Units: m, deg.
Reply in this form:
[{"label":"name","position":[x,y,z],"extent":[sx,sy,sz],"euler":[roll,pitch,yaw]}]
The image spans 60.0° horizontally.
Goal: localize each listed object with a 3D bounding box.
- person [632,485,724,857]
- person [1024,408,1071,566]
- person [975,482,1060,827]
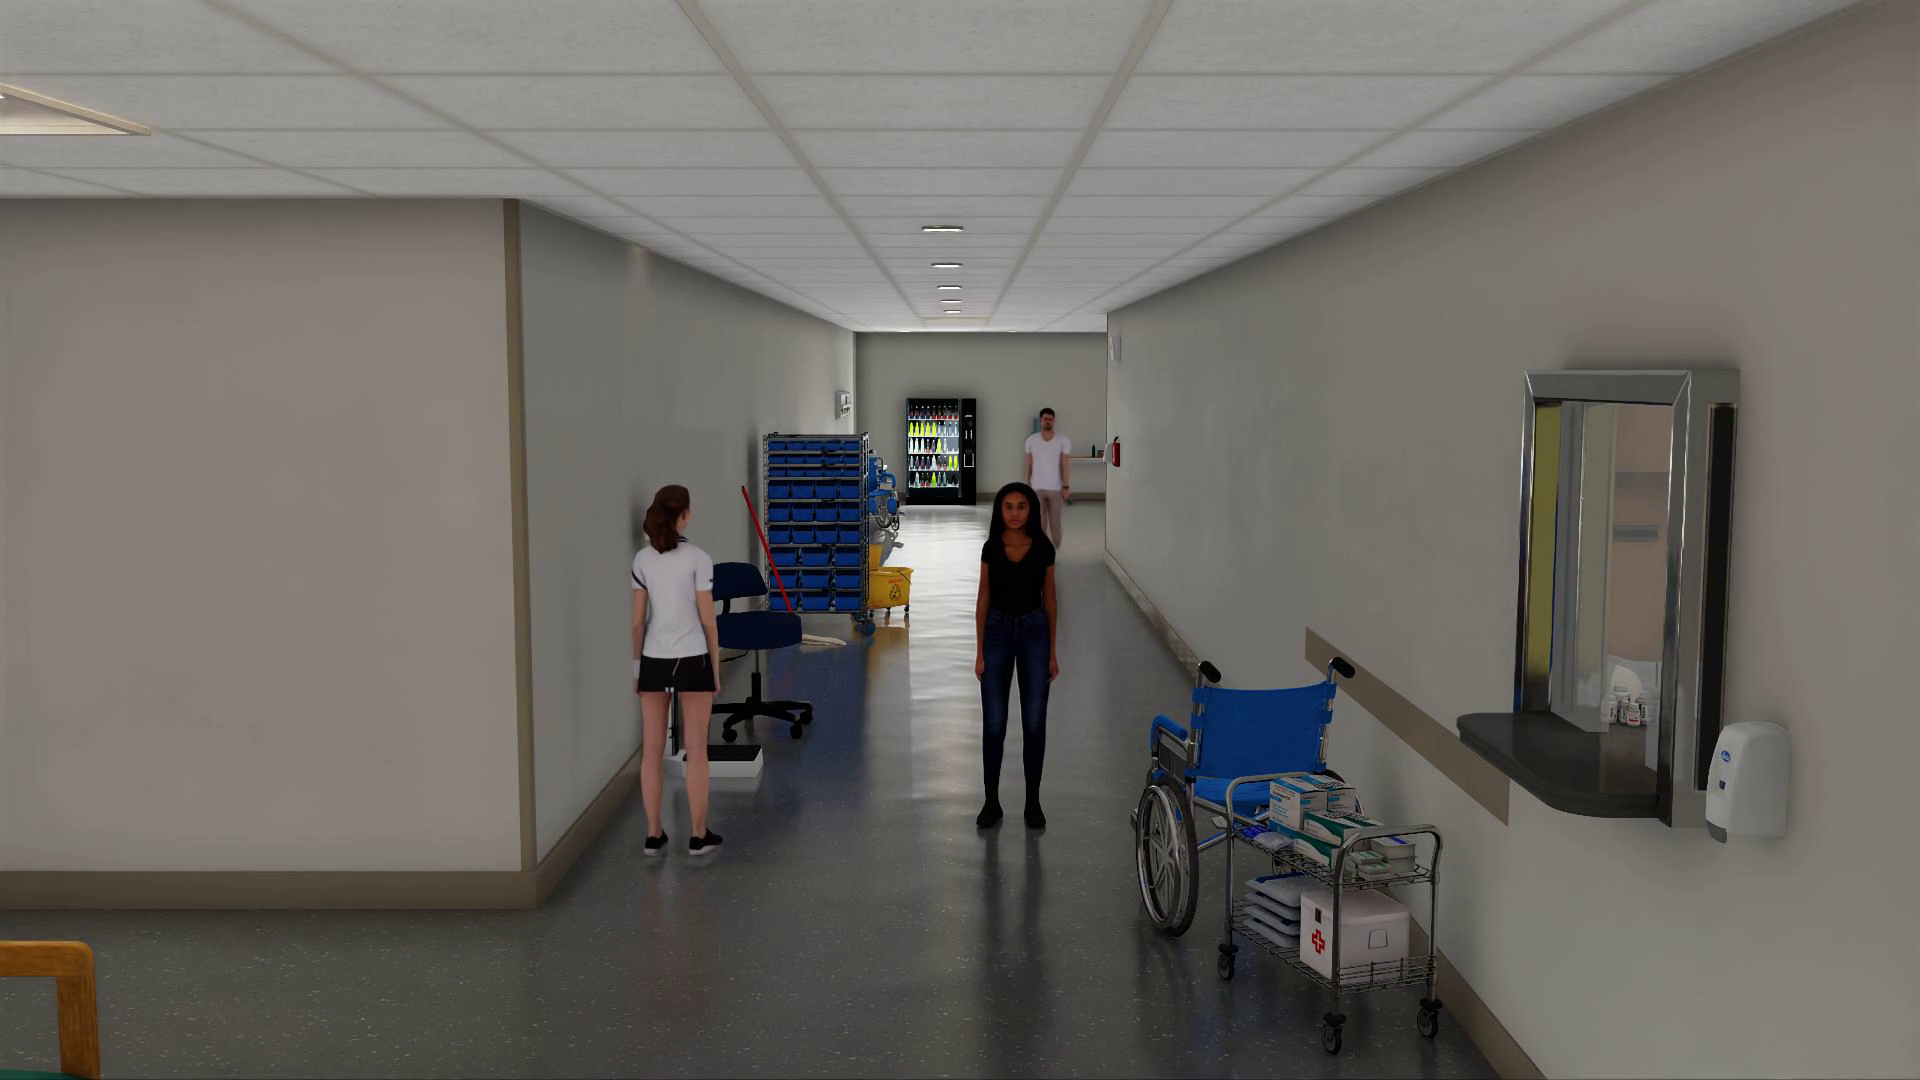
[{"label":"person","position":[-1.354,0.614,7.885],"extent":[0.492,1.750,0.651],"euler":[1,6,6]},{"label":"person","position":[0.994,-0.572,19.038],"extent":[0.837,1.876,0.819],"euler":[1,6,10]},{"label":"person","position":[0.285,0.568,8.397],"extent":[0.458,1.738,0.629],"euler":[0,6,1]}]
